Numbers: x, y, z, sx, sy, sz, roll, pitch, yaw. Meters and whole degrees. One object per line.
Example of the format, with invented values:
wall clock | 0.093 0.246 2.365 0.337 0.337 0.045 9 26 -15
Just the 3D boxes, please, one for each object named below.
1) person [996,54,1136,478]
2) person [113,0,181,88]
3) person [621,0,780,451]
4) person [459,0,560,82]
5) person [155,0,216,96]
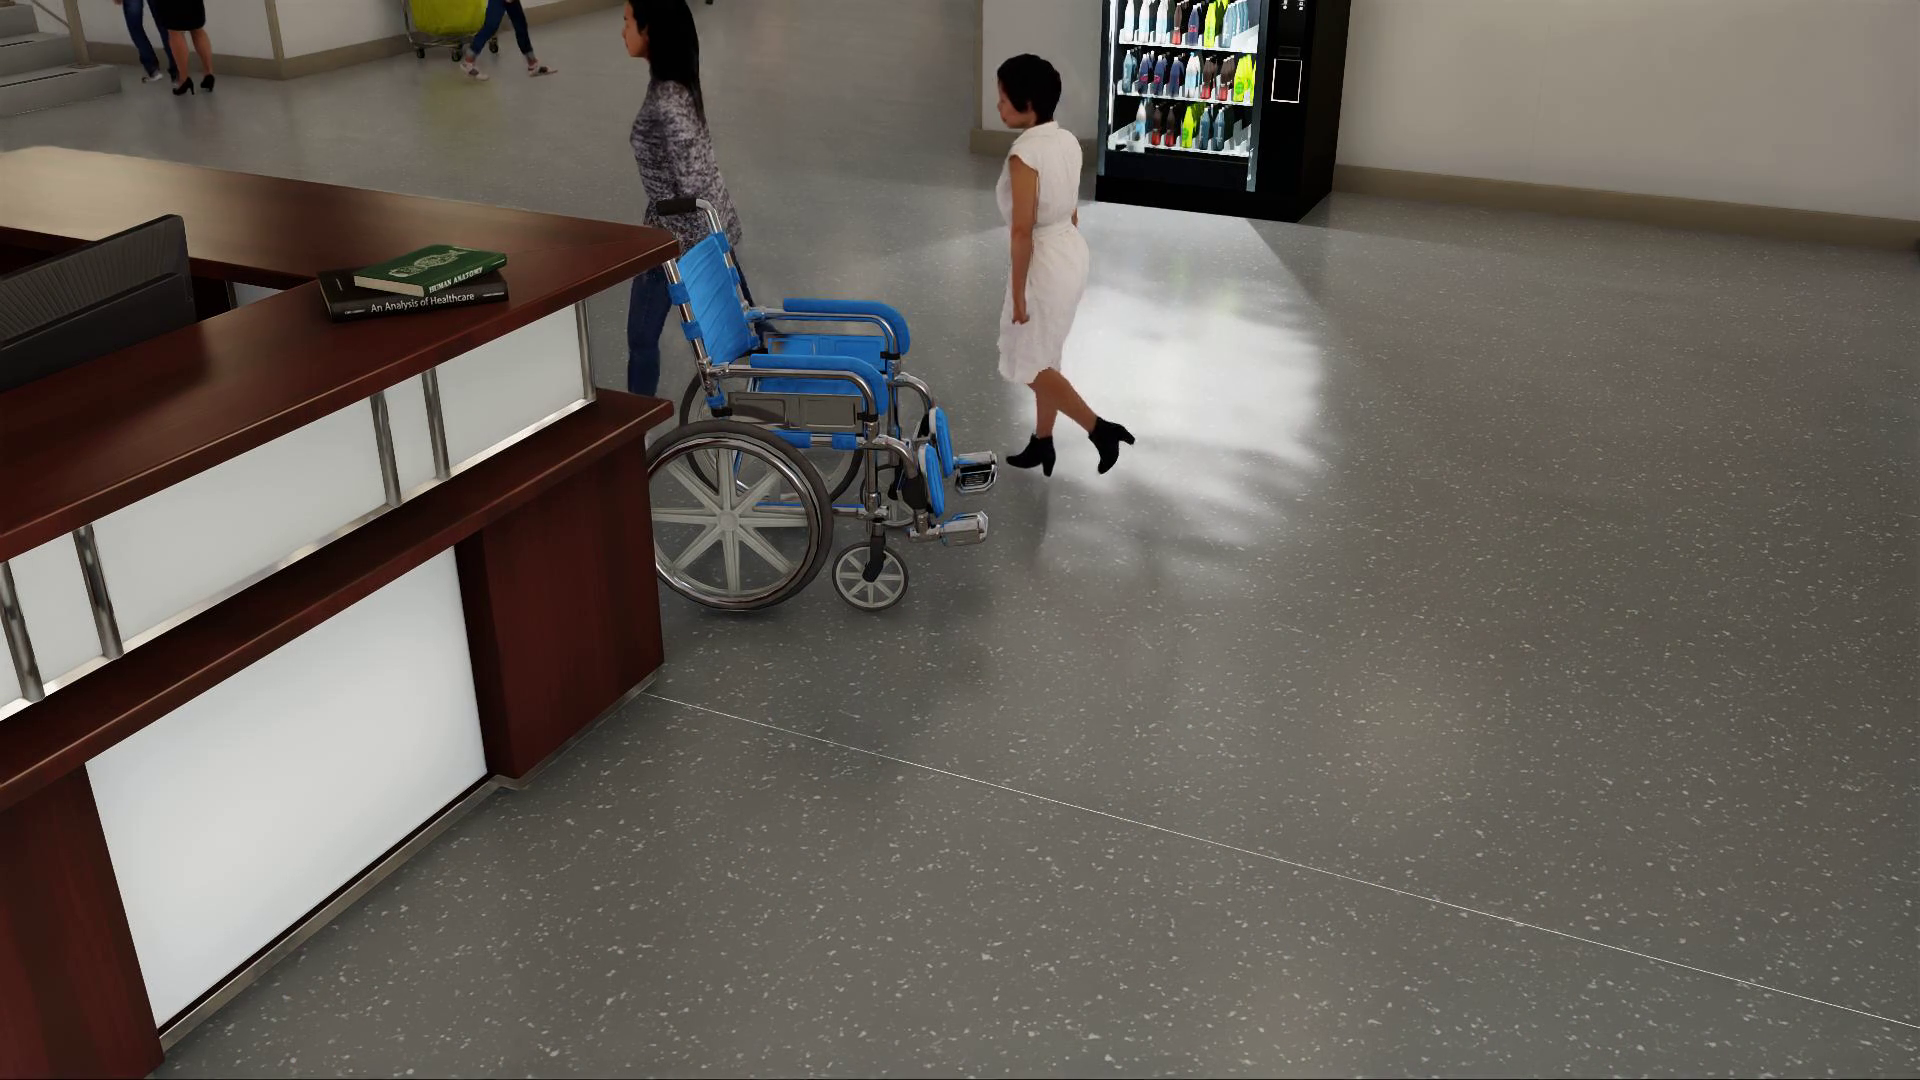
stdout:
person | 0.349 -0.866 5.722 0.822 1.526 0.630 21 33 37
person | -6.258 -4.249 12.731 0.777 1.530 0.812 -14 29 -27
person | -0.866 -1.058 5.938 1.278 1.682 0.959 1 26 3
person | -3.657 -4.296 12.922 1.067 1.449 0.907 -3 26 -7
person | -5.907 -4.212 12.492 0.717 1.672 0.763 20 32 35
